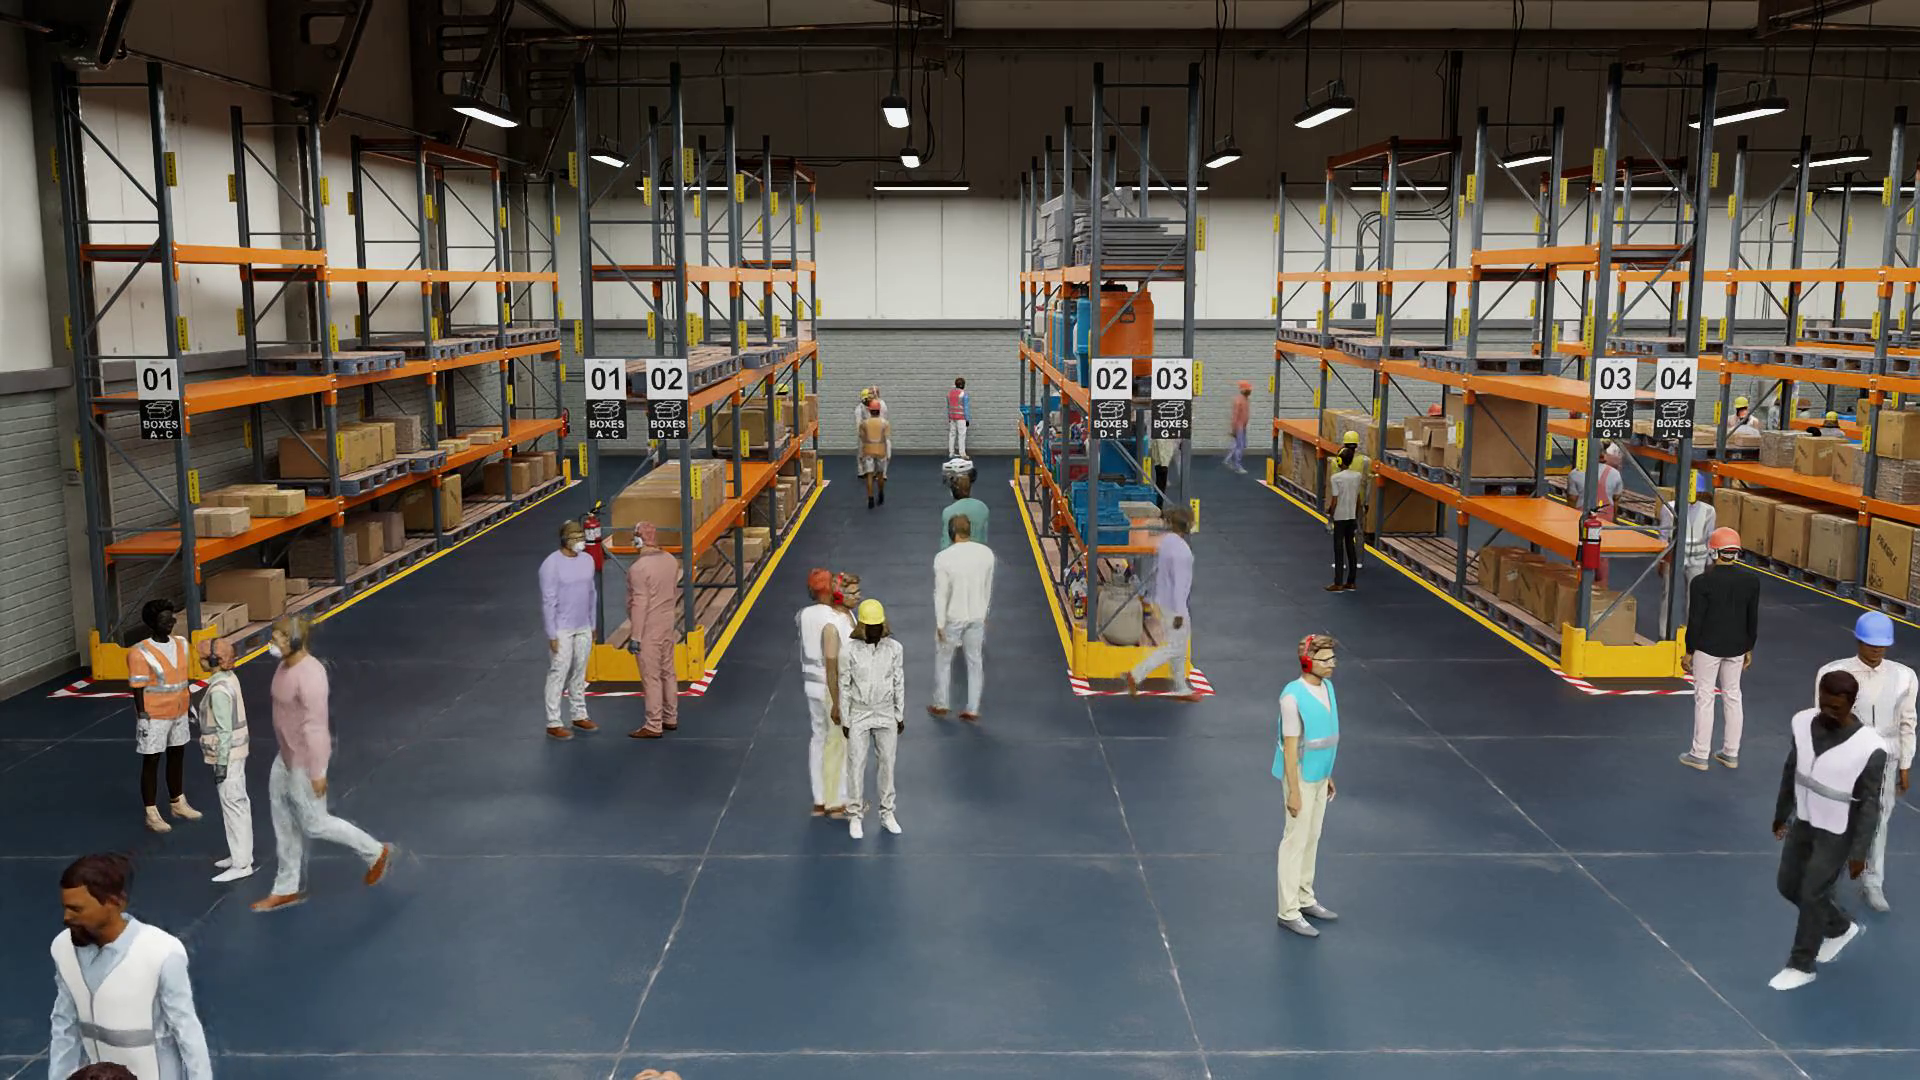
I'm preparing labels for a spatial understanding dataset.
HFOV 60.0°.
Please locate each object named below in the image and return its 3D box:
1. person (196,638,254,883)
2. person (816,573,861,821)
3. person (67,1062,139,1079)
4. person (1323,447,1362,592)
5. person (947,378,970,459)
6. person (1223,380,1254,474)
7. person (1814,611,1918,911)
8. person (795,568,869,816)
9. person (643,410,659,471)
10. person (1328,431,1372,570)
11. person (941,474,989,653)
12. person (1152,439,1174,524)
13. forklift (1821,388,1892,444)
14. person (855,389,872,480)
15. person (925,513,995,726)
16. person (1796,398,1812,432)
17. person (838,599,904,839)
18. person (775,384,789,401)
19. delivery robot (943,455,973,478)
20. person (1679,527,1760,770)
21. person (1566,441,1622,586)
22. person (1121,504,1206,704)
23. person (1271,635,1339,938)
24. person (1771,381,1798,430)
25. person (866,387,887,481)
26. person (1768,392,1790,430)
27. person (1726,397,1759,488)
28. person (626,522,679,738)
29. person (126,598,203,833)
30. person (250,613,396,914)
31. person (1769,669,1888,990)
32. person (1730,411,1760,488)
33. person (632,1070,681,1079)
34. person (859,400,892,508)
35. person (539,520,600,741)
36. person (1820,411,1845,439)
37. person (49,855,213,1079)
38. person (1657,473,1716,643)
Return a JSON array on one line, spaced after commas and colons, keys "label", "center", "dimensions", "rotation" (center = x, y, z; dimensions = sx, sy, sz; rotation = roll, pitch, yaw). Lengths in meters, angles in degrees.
[{"label": "person", "center": [-4.897, 1.452, 11.090], "dimensions": [0.310, 1.638, 0.523], "rotation": [-3, 9, -18]}, {"label": "person", "center": [-0.895, 1.148, 12.382], "dimensions": [0.374, 1.843, 0.575], "rotation": [1, 9, 7]}, {"label": "person", "center": [-2.276, 2.326, 4.570], "dimensions": [0.590, 1.920, 0.394], "rotation": [-1, 9, -3]}, {"label": "person", "center": [4.919, -0.259, 21.360], "dimensions": [0.508, 1.872, 0.328], "rotation": [-5, 10, -29]}, {"label": "person", "center": [-0.019, -2.723, 37.350], "dimensions": [0.624, 1.835, 0.431], "rotation": [8, 12, 42]}, {"label": "person", "center": [5.795, -2.361, 34.592], "dimensions": [0.694, 1.967, 0.640], "rotation": [6, 11, 34]}, {"label": "person", "center": [5.696, 1.396, 10.516], "dimensions": [0.601, 1.938, 0.420], "rotation": [2, 9, 11]}, {"label": "person", "center": [-1.004, 1.137, 12.445], "dimensions": [0.623, 1.854, 0.412], "rotation": [8, 12, 41]}, {"label": "person", "center": [-5.271, -1.434, 28.734], "dimensions": [0.374, 1.928, 0.542], "rotation": [-3, 9, -18]}, {"label": "person", "center": [5.391, -0.546, 23.017], "dimensions": [0.586, 1.928, 0.369], "rotation": [-1, 9, -8]}, {"label": "person", "center": [0.046, 0.252, 17.891], "dimensions": [0.631, 1.932, 0.364], "rotation": [-7, 12, -40]}, {"label": "person", "center": [3.340, -1.258, 27.378], "dimensions": [0.376, 1.997, 0.612], "rotation": [1, 9, 5]}, {"label": "forklift", "center": [20.072, -3.110, 36.462], "dimensions": [1.873, 2.768, 1.129], "rotation": [0, 9, 0]}, {"label": "person", "center": [-1.891, -2.127, 33.495], "dimensions": [0.404, 1.833, 0.592], "rotation": [4, 10, 24]}, {"label": "person", "center": [-0.027, 0.695, 15.068], "dimensions": [0.648, 1.913, 0.736], "rotation": [-5, 10, -27]}, {"label": "person", "center": [17.052, -2.057, 33.675], "dimensions": [0.283, 1.634, 0.498], "rotation": [6, 11, 34]}, {"label": "person", "center": [-0.625, 1.274, 11.930], "dimensions": [0.484, 1.738, 0.320], "rotation": [-3, 9, -20]}, {"label": "person", "center": [-3.572, -2.224, 33.852], "dimensions": [0.392, 1.918, 0.588], "rotation": [0, 9, 2]}, {"label": "delivery robot", "center": [-0.045, -1.435, 32.838], "dimensions": [0.477, 0.478, 0.707], "rotation": [5, 10, 30]}, {"label": "person", "center": [6.197, 0.885, 13.595], "dimensions": [0.622, 1.993, 0.382], "rotation": [-1, 9, -9]}, {"label": "person", "center": [7.900, -0.273, 20.898], "dimensions": [0.686, 2.000, 0.537], "rotation": [-1, 9, -5]}, {"label": "person", "center": [1.921, 0.619, 15.559], "dimensions": [0.750, 1.922, 0.640], "rotation": [0, 9, -3]}, {"label": "person", "center": [2.132, 1.482, 10.237], "dimensions": [0.390, 1.846, 0.564], "rotation": [6, 11, 34]}, {"label": "person", "center": [17.325, -2.415, 35.075], "dimensions": [0.639, 1.917, 0.606], "rotation": [-1, 9, -9]}, {"label": "person", "center": [-1.694, -2.115, 33.223], "dimensions": [0.400, 1.896, 0.653], "rotation": [-4, 10, -24]}, {"label": "person", "center": [16.848, -2.187, 34.195], "dimensions": [0.485, 1.736, 0.320], "rotation": [-2, 9, -13]}, {"label": "person", "center": [13.970, -1.603, 29.820], "dimensions": [0.593, 1.924, 0.380], "rotation": [8, 12, 43]}, {"label": "person", "center": [-2.717, 0.785, 14.554], "dimensions": [0.399, 1.900, 0.642], "rotation": [3, 9, 21]}, {"label": "person", "center": [-5.797, 1.262, 12.125], "dimensions": [0.320, 1.698, 0.531], "rotation": [3, 9, 20]}, {"label": "person", "center": [-4.111, 1.393, 10.596], "dimensions": [0.816, 1.916, 0.634], "rotation": [-7, 11, -37]}, {"label": "person", "center": [4.885, 1.608, 9.304], "dimensions": [0.571, 1.880, 0.683], "rotation": [-3, 9, -20]}, {"label": "person", "center": [13.861, -1.430, 29.485], "dimensions": [0.569, 1.697, 0.650], "rotation": [2, 9, 13]}, {"label": "person", "center": [-0.904, 2.397, 5.004], "dimensions": [0.515, 1.641, 0.314], "rotation": [-1, 9, -3]}, {"label": "person", "center": [-1.509, -1.535, 29.523], "dimensions": [0.587, 1.885, 0.998], "rotation": [0, 9, 1]}, {"label": "person", "center": [-3.405, 0.776, 14.537], "dimensions": [0.375, 1.931, 0.624], "rotation": [5, 10, 31]}, {"label": "person", "center": [15.038, -1.355, 28.816], "dimensions": [0.488, 1.743, 0.321], "rotation": [6, 10, 32]}, {"label": "person", "center": [-3.179, 2.075, 6.401], "dimensions": [0.600, 1.860, 1.024], "rotation": [4, 10, 24]}, {"label": "person", "center": [7.866, 0.224, 18.024], "dimensions": [0.625, 1.937, 0.407], "rotation": [1, 9, 6]}]
